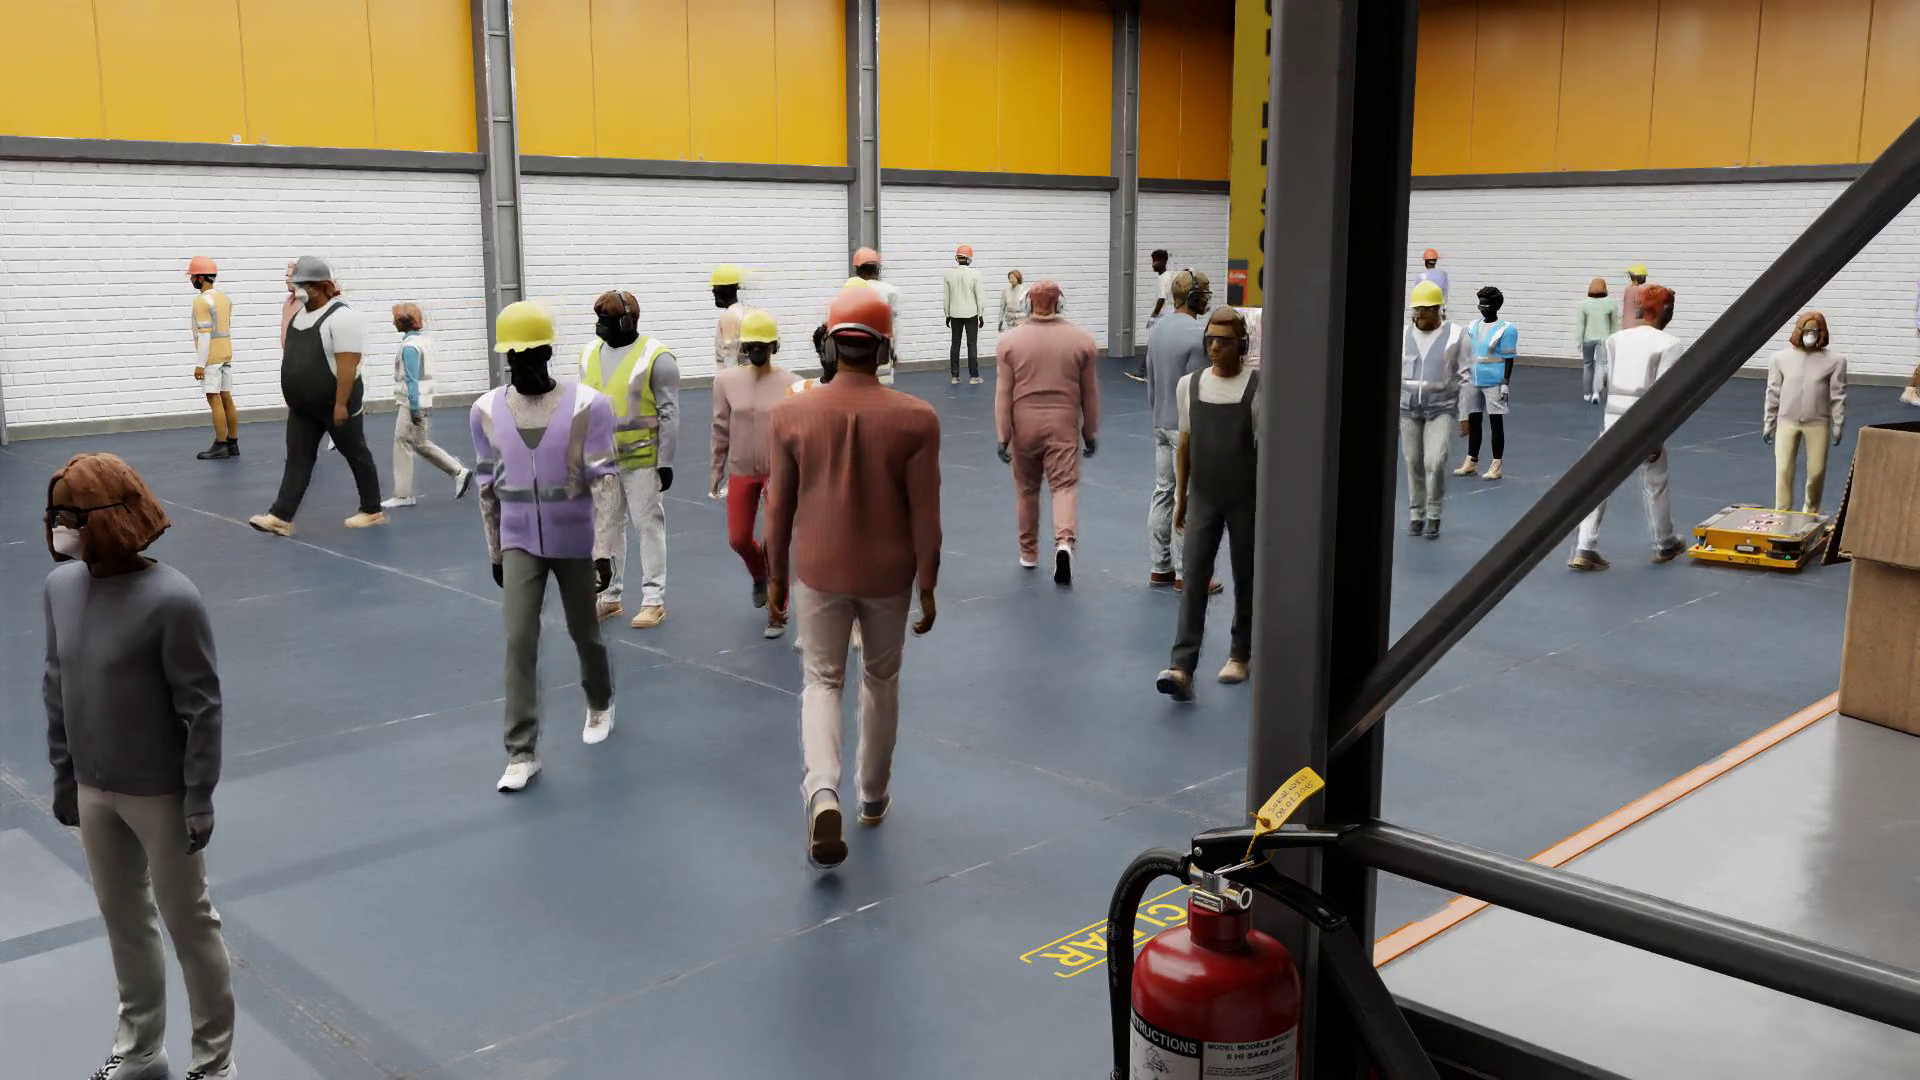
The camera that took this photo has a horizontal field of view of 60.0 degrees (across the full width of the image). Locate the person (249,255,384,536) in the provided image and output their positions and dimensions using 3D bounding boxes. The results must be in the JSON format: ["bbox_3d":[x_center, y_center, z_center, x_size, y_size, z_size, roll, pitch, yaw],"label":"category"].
[{"bbox_3d":[-4.593,-1.047,11.855,0.697,2.000,1.002,7,12,32],"label":"person"}]

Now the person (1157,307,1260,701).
[{"bbox_3d":[1.188,-0.157,7.652,0.537,1.797,0.932,5,12,26],"label":"person"}]

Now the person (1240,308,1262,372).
[{"bbox_3d":[2.742,-1.572,15.261,0.429,1.842,0.634,-1,10,-6],"label":"person"}]

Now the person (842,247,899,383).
[{"bbox_3d":[-0.873,-1.912,16.631,0.623,2.020,0.754,-3,11,-18],"label":"person"}]

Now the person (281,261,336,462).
[{"bbox_3d":[-6.173,-1.697,15.793,0.658,1.892,0.621,9,14,42],"label":"person"}]

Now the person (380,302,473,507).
[{"bbox_3d":[-4.246,-1.069,13.121,0.644,1.618,0.532,-1,10,-8],"label":"person"}]

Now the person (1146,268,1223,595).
[{"bbox_3d":[1.339,-0.643,9.931,0.370,1.939,0.631,-5,11,-24],"label":"person"}]

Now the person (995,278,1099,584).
[{"bbox_3d":[0.543,-0.687,10.357,0.652,1.878,0.888,0,10,-1],"label":"person"}]

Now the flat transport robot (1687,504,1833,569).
[{"bbox_3d":[5.401,-0.038,11.178,0.652,0.197,1.431,7,13,35],"label":"flat transport robot"}]

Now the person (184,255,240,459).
[{"bbox_3d":[-7.156,-1.738,15.895,0.357,1.941,0.543,0,10,2],"label":"person"}]

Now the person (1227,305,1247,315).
[{"bbox_3d":[3.742,-2.731,21.632,0.593,1.820,1.012,3,11,15],"label":"person"}]

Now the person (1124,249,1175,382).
[{"bbox_3d":[2.835,-3.223,24.048,0.943,1.918,0.611,0,10,-3],"label":"person"}]

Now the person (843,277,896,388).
[{"bbox_3d":[-0.726,-1.034,12.373,0.404,1.825,0.586,6,12,31],"label":"person"}]

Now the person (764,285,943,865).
[{"bbox_3d":[-0.368,0.115,5.729,0.624,1.967,0.851,0,10,0],"label":"person"}]

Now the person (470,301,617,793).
[{"bbox_3d":[-1.647,-0.019,6.691,0.587,1.887,0.935,0,10,0],"label":"person"}]

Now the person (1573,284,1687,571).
[{"bbox_3d":[4.334,-0.714,10.671,1.070,1.827,0.562,-8,13,-36],"label":"person"}]

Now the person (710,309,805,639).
[{"bbox_3d":[-1.054,-0.370,8.939,0.558,1.747,0.589,1,10,6],"label":"person"}]

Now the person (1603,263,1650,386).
[{"bbox_3d":[9.376,-3.004,23.319,0.767,1.738,0.526,1,10,4],"label":"person"}]

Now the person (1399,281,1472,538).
[{"bbox_3d":[3.252,-0.906,11.692,0.621,1.811,0.544,6,12,30],"label":"person"}]

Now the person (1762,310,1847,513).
[{"bbox_3d":[5.898,-0.795,11.637,0.508,1.621,0.612,6,12,31],"label":"person"}]

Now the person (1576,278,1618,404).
[{"bbox_3d":[8.113,-2.539,21.214,0.497,1.594,0.850,4,11,22],"label":"person"}]

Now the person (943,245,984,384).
[{"bbox_3d":[0.064,-3.243,23.952,0.609,1.996,0.379,4,11,19],"label":"person"}]

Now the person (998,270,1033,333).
[{"bbox_3d":[0.799,-3.205,24.788,0.539,1.600,0.788,6,12,29],"label":"person"}]

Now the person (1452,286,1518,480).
[{"bbox_3d":[4.612,-1.372,14.576,0.319,1.693,0.532,-7,13,-34],"label":"person"}]

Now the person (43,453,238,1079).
[{"bbox_3d":[-1.977,0.599,3.984,0.504,1.632,0.270,4,11,23],"label":"person"}]

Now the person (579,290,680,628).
[{"bbox_3d":[-1.831,-0.436,9.088,0.624,1.836,0.430,5,11,24],"label":"person"}]

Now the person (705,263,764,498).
[{"bbox_3d":[-1.767,-1.262,13.383,0.538,1.912,0.595,1,10,6],"label":"person"}]

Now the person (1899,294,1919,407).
[{"bbox_3d":[12.168,-2.681,20.850,0.629,2.015,0.723,2,11,10],"label":"person"}]

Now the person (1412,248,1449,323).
[{"bbox_3d":[7.369,-3.612,26.146,0.566,1.926,0.399,-2,11,-9],"label":"person"}]

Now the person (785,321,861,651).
[{"bbox_3d":[-0.651,-0.268,8.540,0.535,1.698,0.318,0,10,-1],"label":"person"}]
